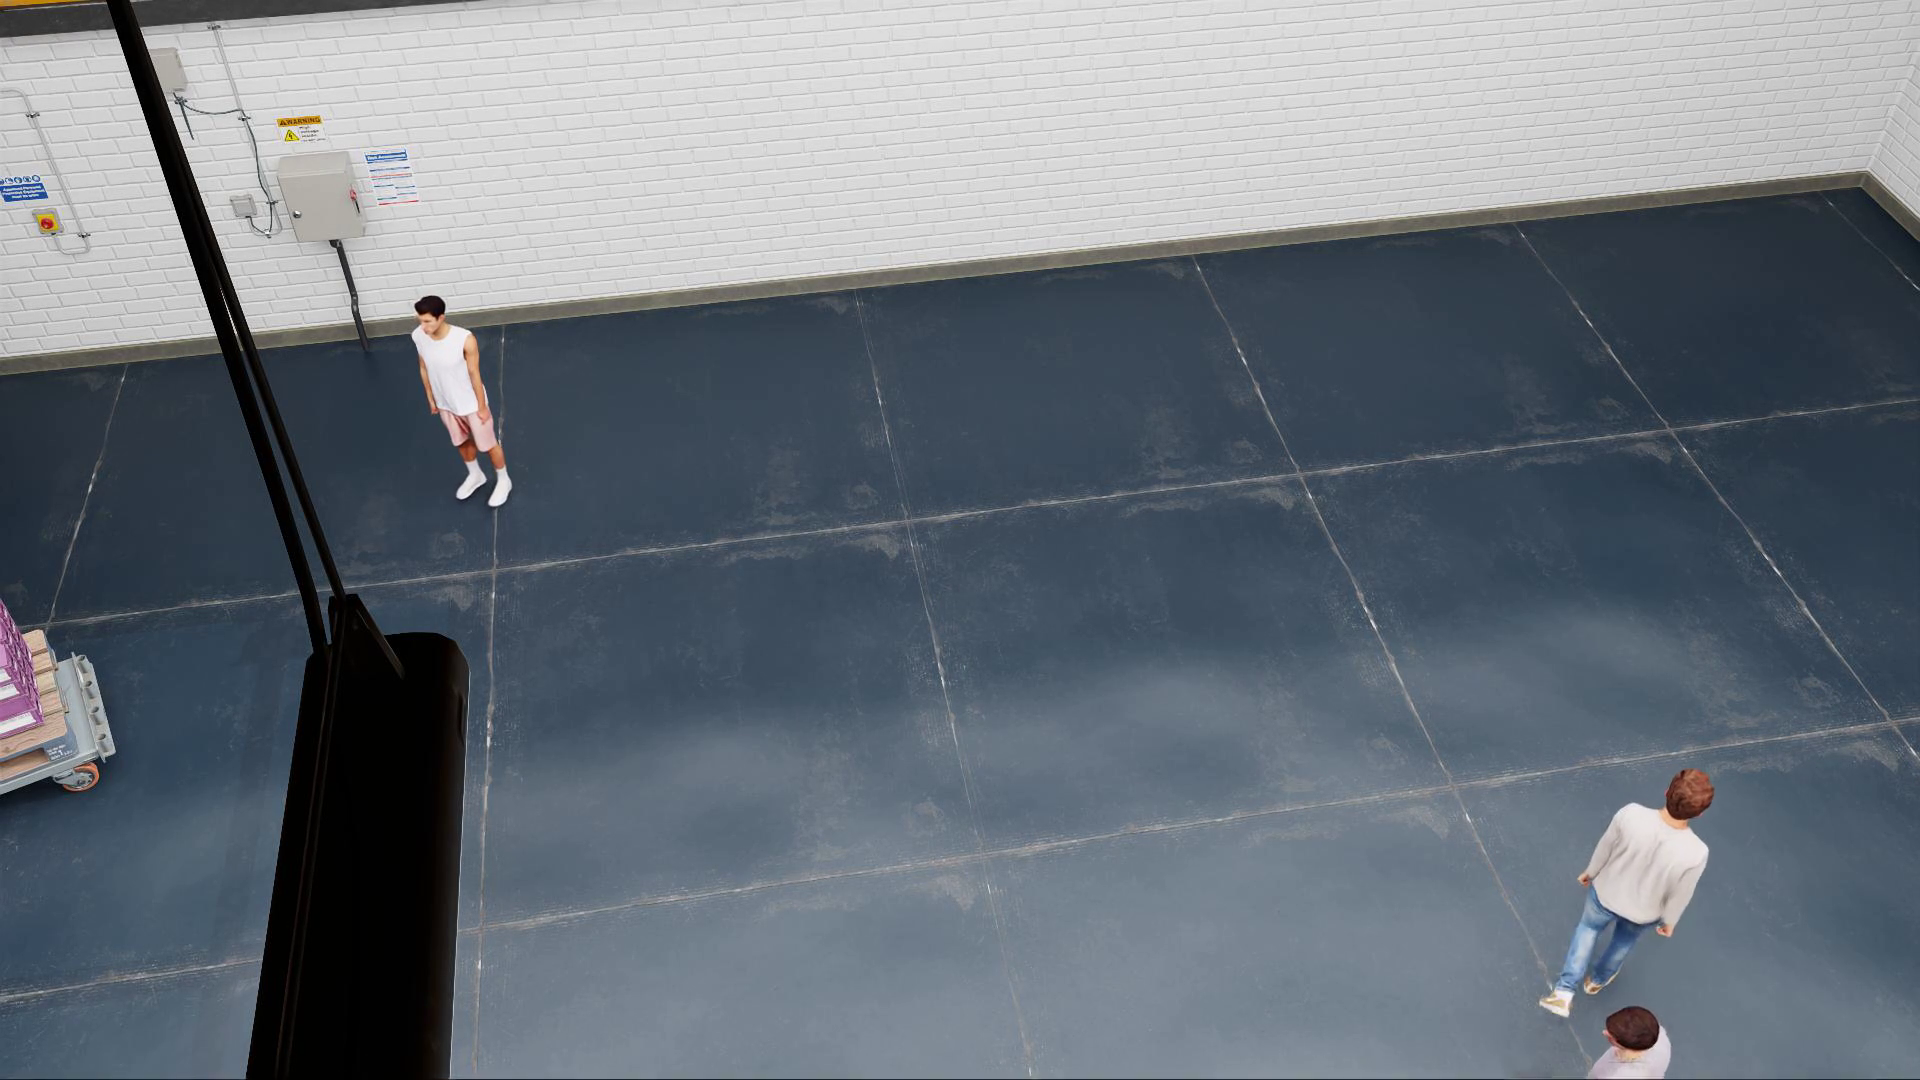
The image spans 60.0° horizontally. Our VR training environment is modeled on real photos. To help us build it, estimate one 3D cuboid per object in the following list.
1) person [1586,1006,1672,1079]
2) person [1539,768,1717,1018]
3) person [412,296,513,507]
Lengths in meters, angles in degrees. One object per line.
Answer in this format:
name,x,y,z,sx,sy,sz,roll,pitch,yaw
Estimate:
person,3.087,2.794,7.786,1.091,1.782,1.303,-27,50,-25
person,3.452,1.905,8.647,1.021,1.881,1.067,29,51,27
person,-3.520,-1.013,11.783,0.728,1.780,0.725,12,45,12
